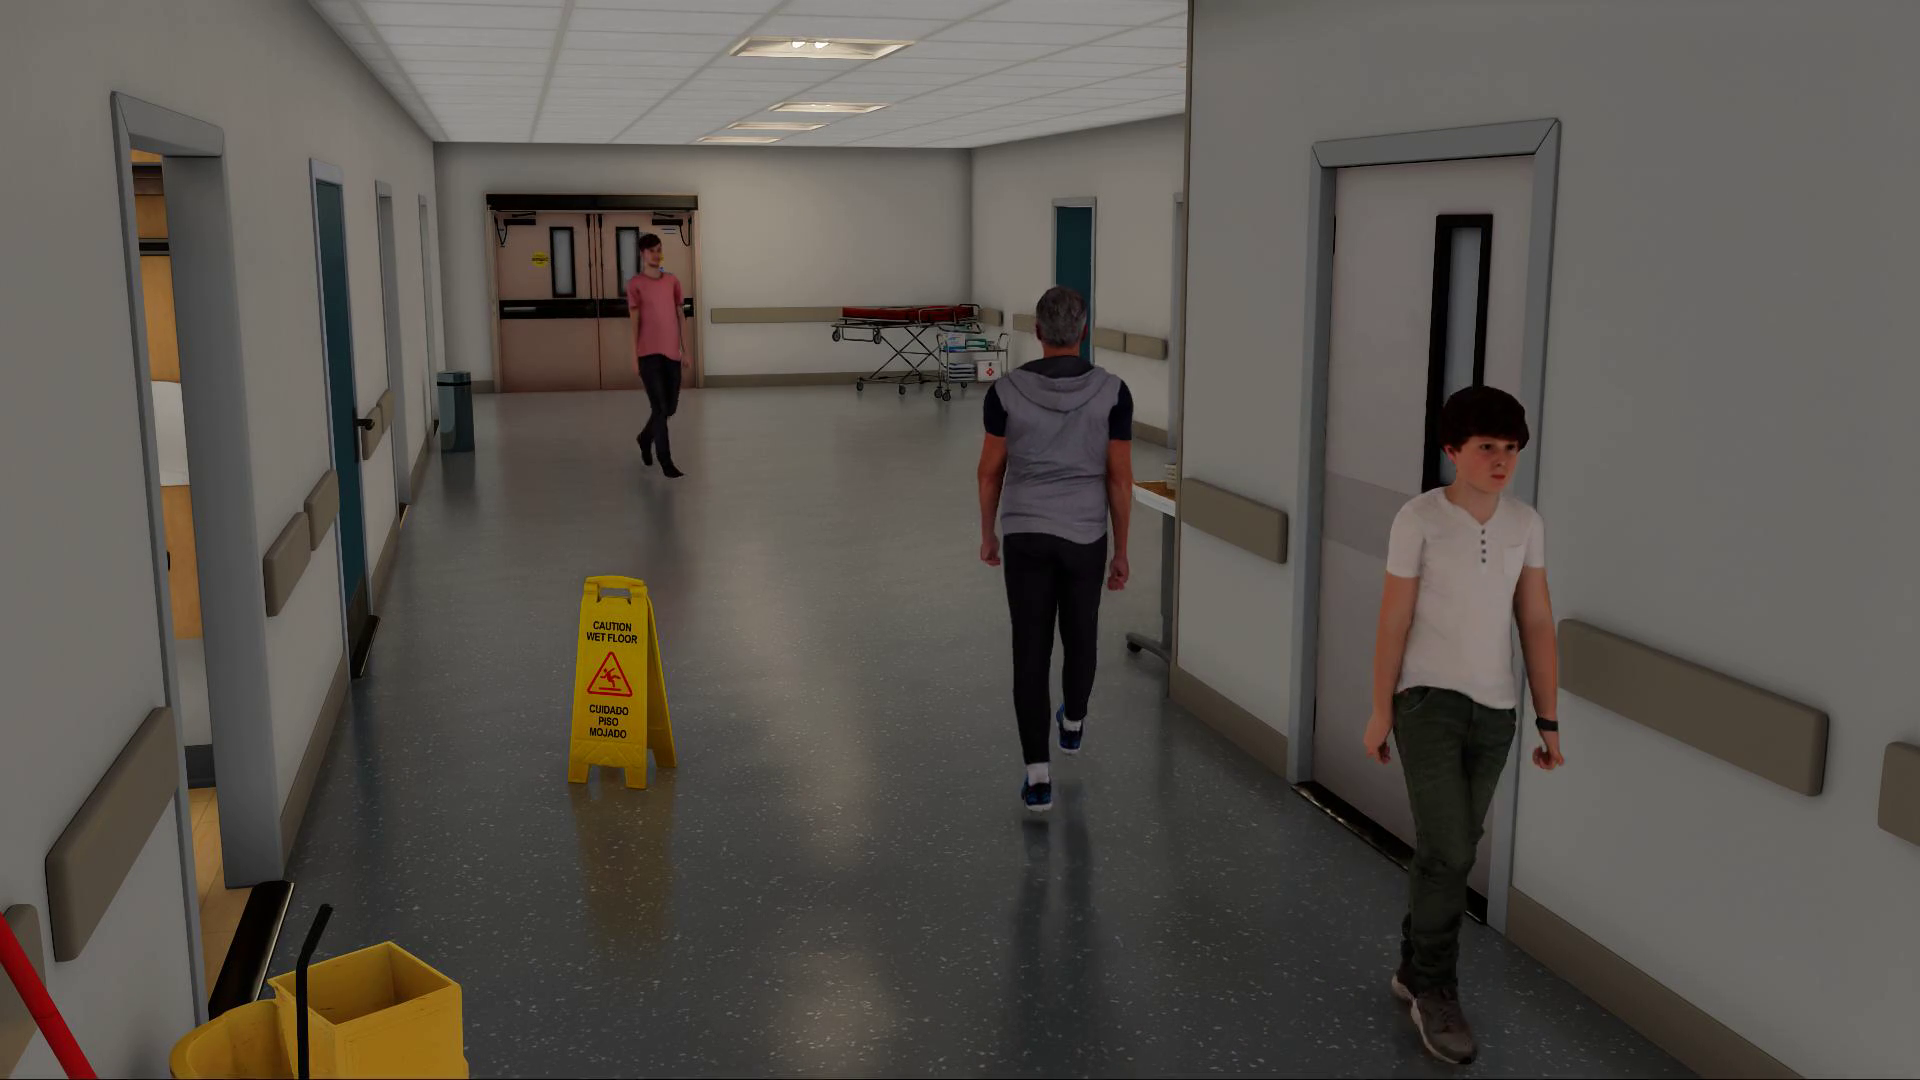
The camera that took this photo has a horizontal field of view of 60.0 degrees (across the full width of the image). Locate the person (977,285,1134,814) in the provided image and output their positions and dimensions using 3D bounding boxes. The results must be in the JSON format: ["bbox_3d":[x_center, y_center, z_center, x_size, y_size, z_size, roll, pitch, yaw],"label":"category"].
[{"bbox_3d":[0.327,0.064,5.771,0.885,1.775,1.251,0,11,-1],"label":"person"}]

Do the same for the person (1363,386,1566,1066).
[{"bbox_3d":[1.217,0.425,4.222,0.610,1.644,0.715,-2,11,-12],"label":"person"}]

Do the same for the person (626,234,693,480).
[{"bbox_3d":[-2.466,-1.477,13.466,0.967,1.934,1.250,-9,14,-39],"label":"person"}]
